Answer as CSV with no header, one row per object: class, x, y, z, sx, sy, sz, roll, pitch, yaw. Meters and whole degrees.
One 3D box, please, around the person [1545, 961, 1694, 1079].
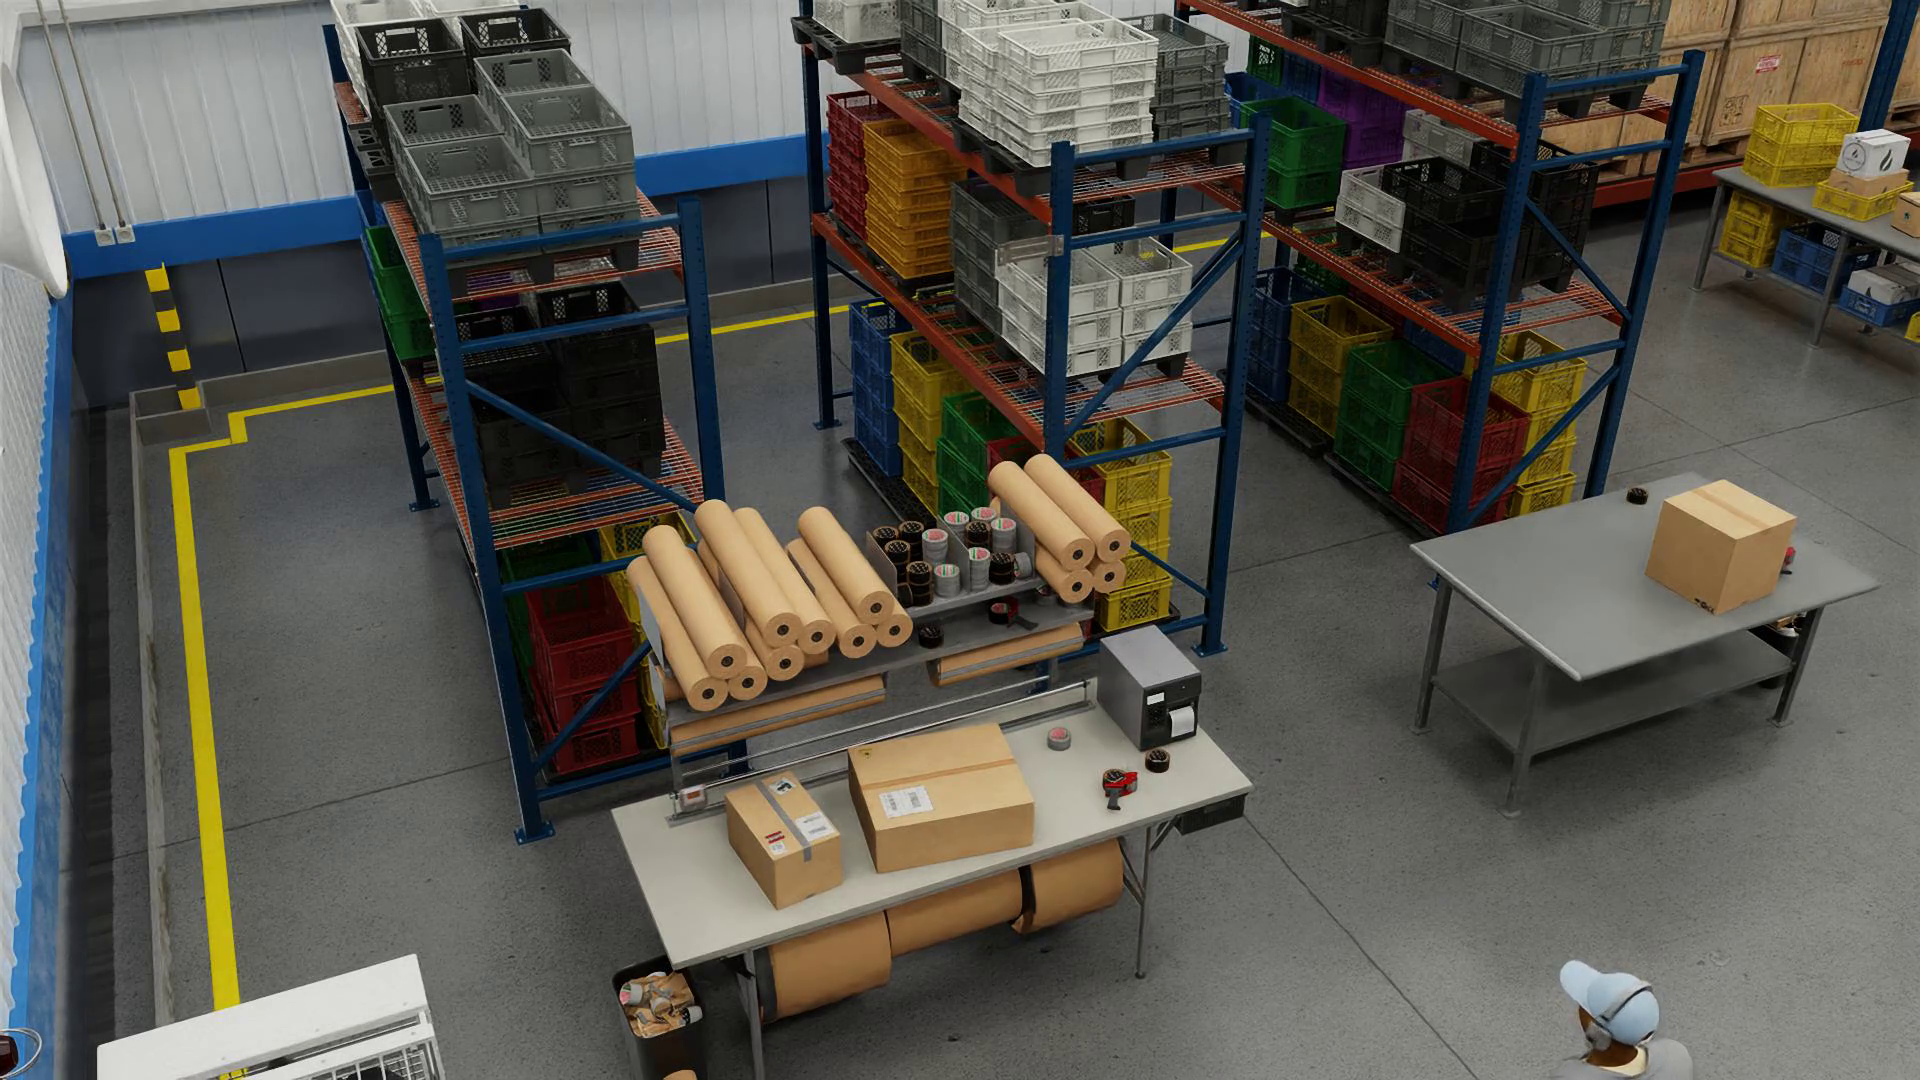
person,1.890,2.022,5.176,0.590,1.852,0.371,-13,34,-21
